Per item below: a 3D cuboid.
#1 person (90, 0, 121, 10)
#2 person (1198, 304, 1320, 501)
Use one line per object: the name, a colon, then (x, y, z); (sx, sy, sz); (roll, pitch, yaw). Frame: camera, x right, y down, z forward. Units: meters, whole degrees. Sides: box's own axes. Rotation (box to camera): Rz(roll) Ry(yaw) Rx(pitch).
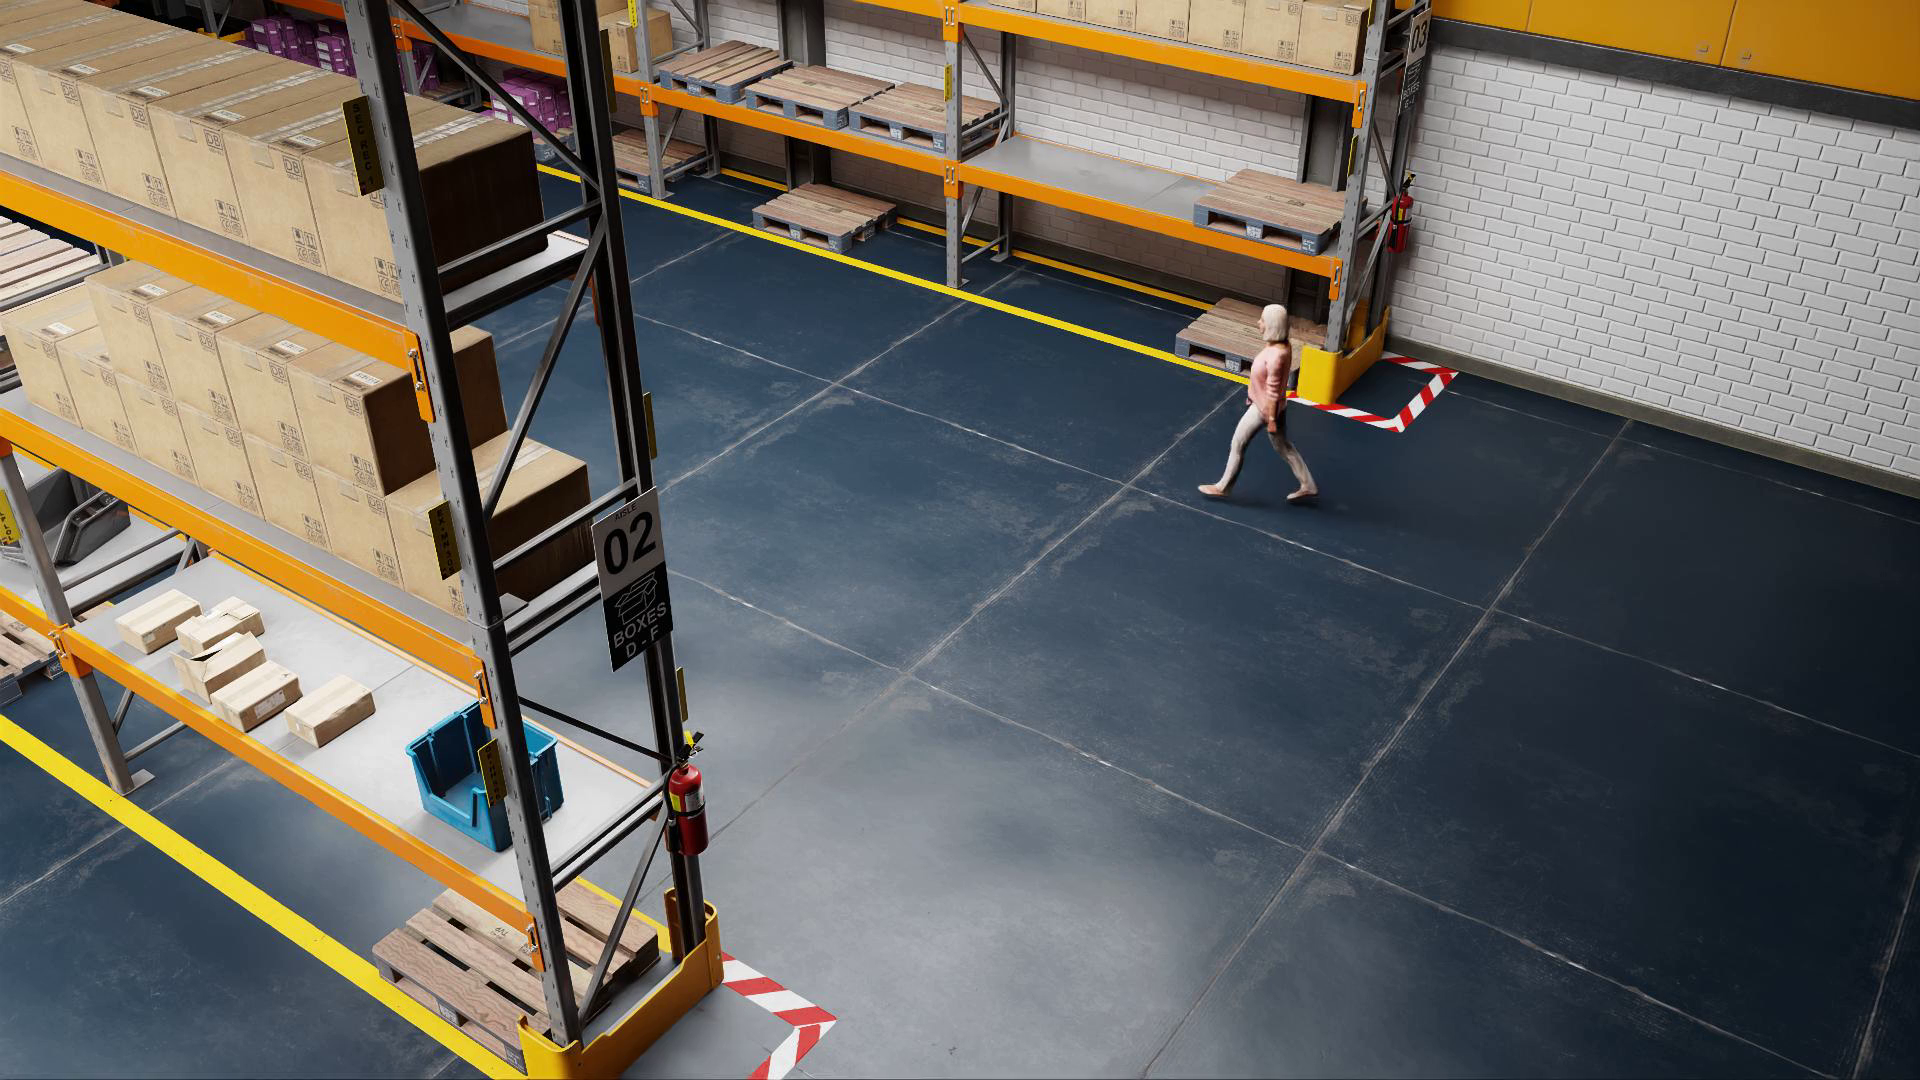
person: (-11.537, -7.413, 22.323); (0.826, 1.720, 0.767); (-6, 34, -8)
person: (2.441, -1.002, 12.713); (1.218, 1.681, 0.845); (10, 35, 14)
